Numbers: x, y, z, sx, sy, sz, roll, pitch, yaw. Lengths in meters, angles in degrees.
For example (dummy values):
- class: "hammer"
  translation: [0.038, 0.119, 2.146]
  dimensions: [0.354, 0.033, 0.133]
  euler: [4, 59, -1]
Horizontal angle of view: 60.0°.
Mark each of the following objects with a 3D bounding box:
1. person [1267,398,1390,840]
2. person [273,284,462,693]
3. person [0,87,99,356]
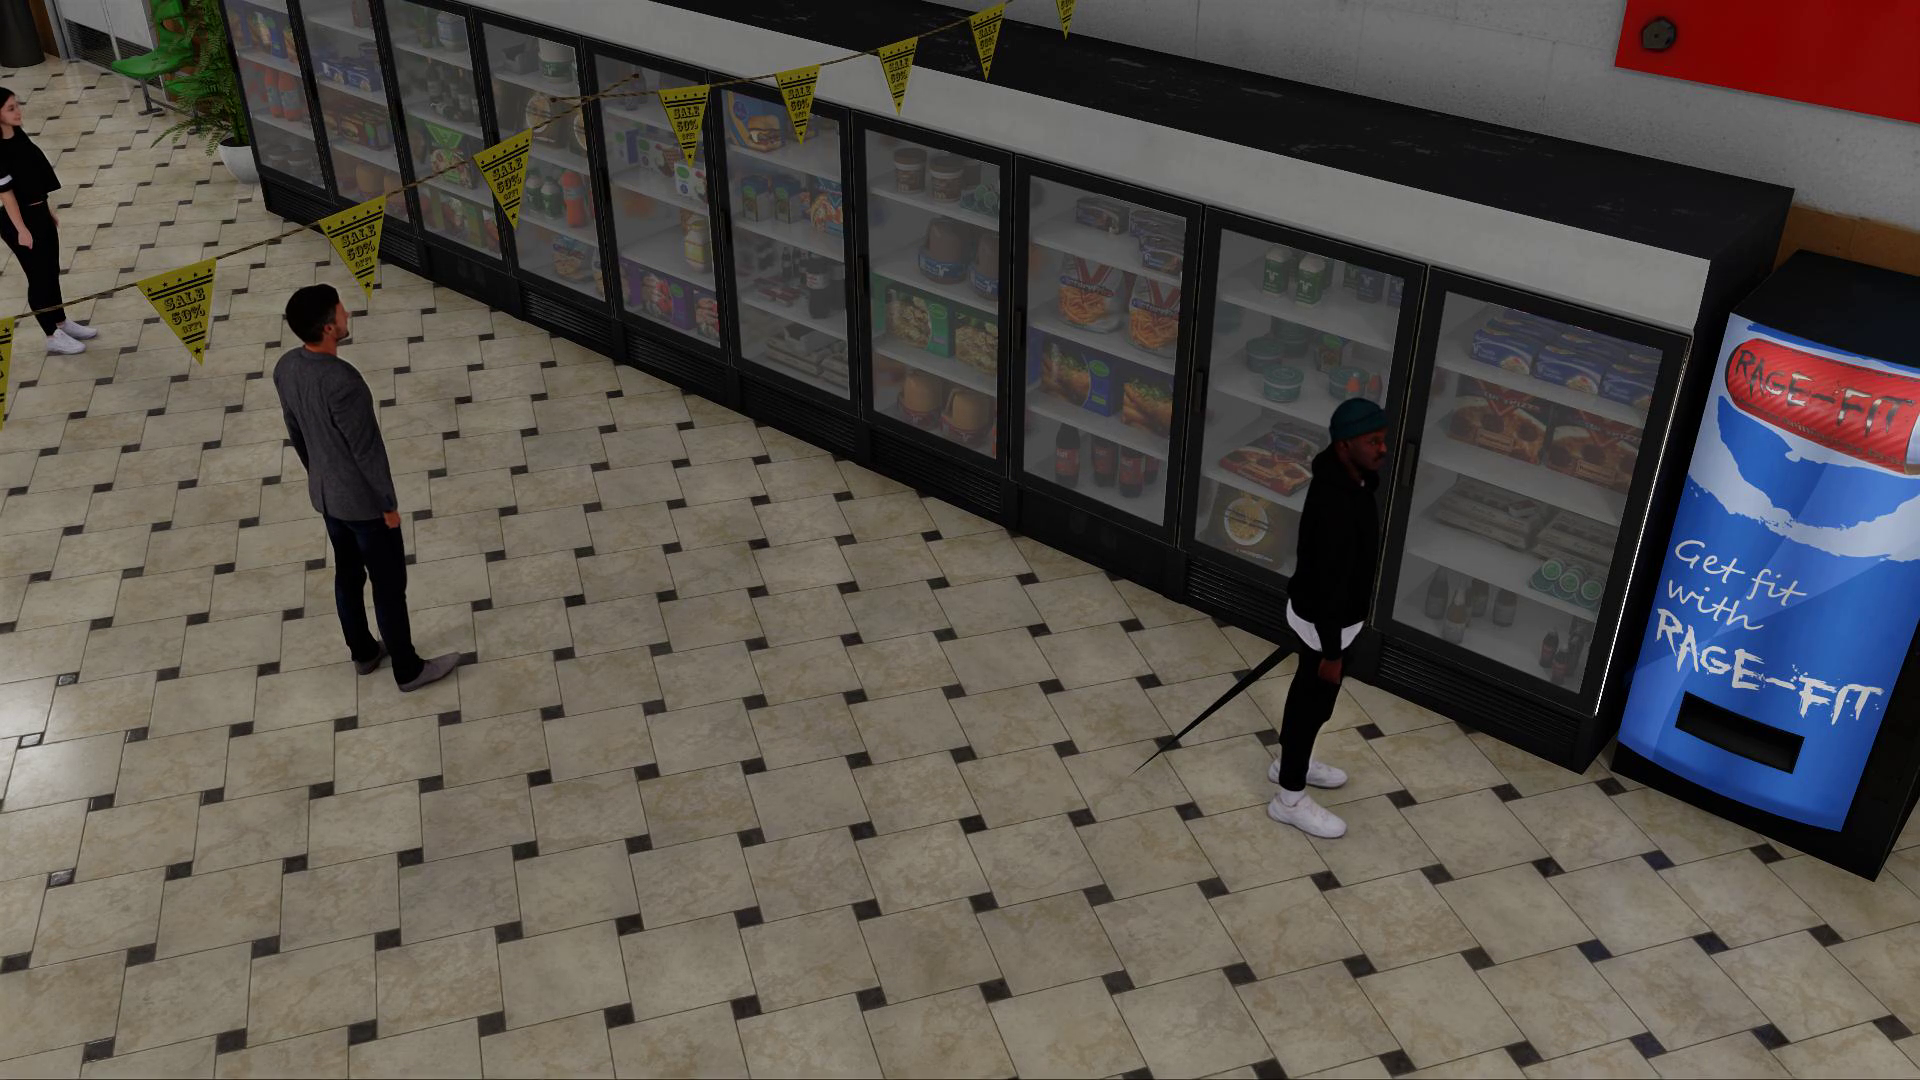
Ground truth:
- class: "person"
  translation: [1.393, 0.280, 6.346]
  dimensions: [0.813, 1.817, 0.677]
  euler: [8, 33, 13]
- class: "person"
  translation: [-2.569, -0.199, 7.062]
  dimensions: [0.704, 1.874, 0.632]
  euler: [19, 37, 28]
- class: "person"
  translation: [-5.640, -1.936, 10.076]
  dimensions: [0.770, 1.641, 0.708]
  euler: [-2, 32, -3]
